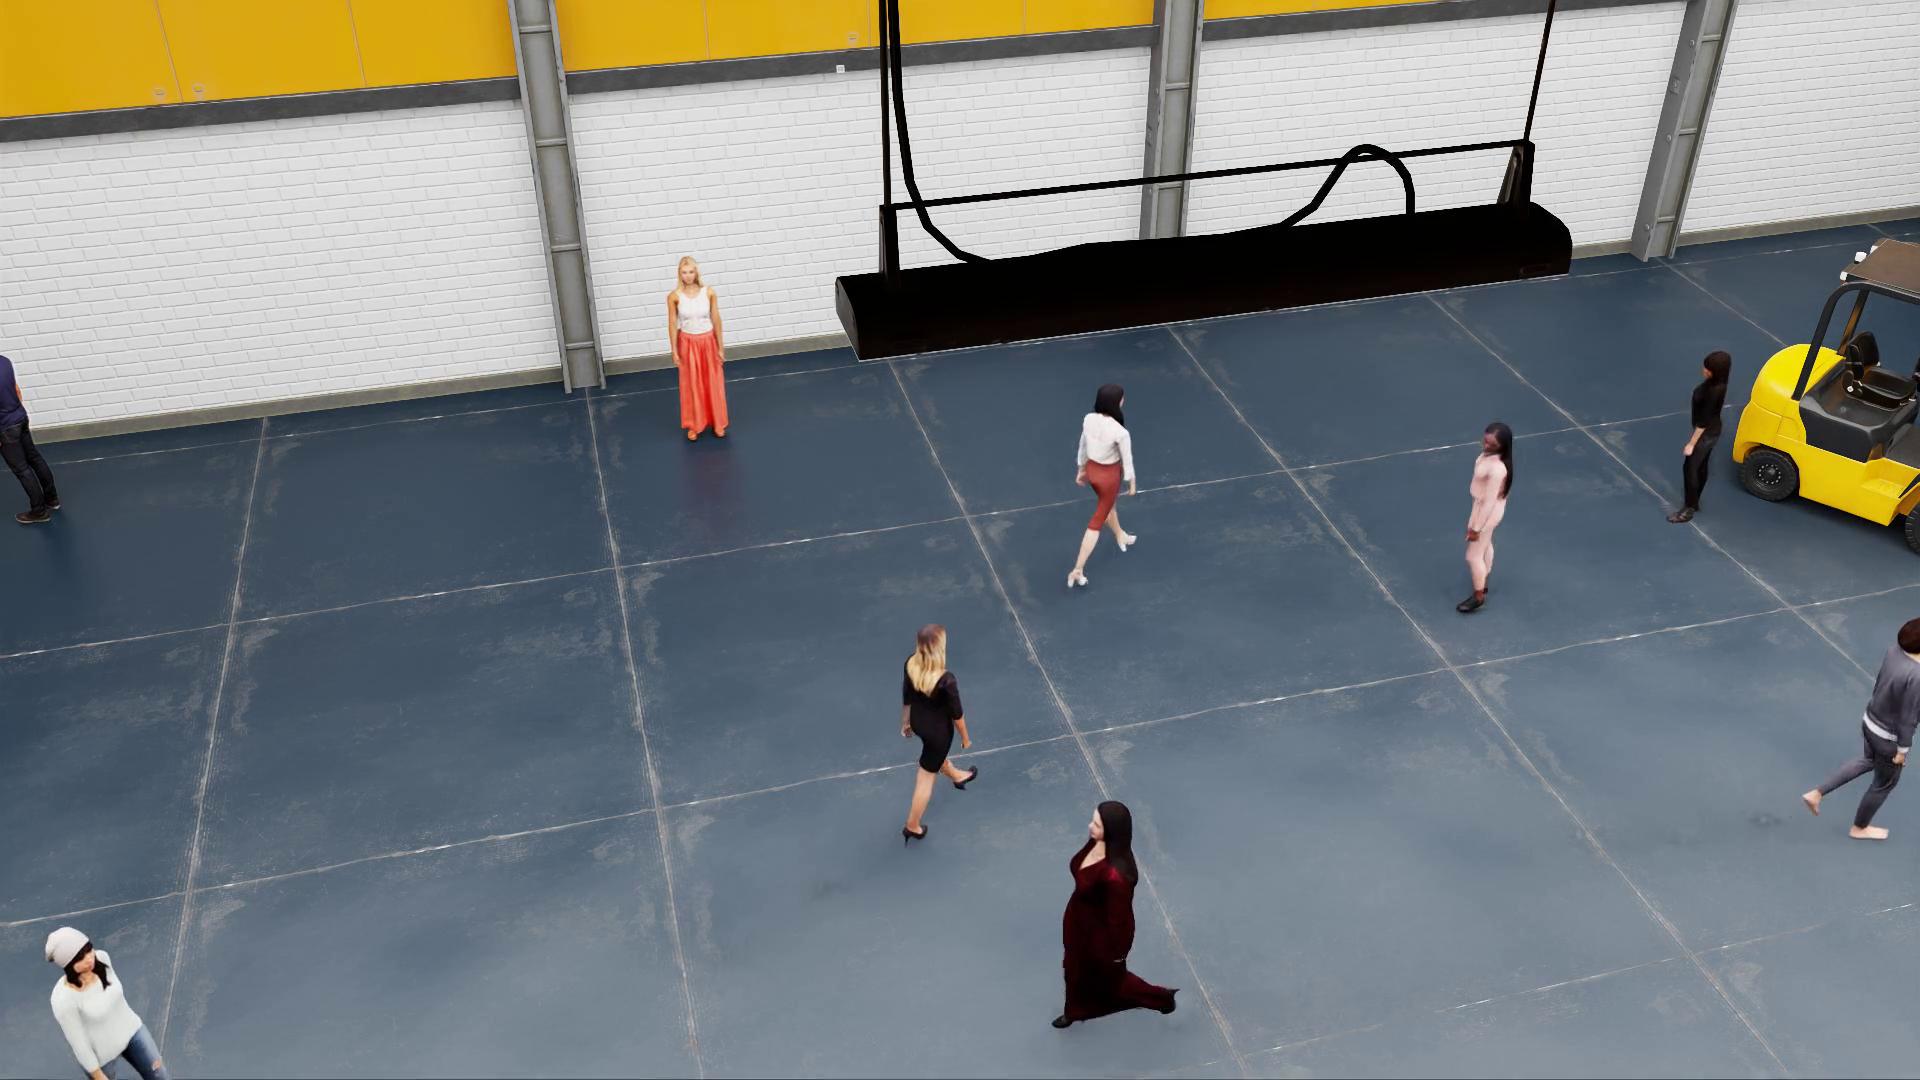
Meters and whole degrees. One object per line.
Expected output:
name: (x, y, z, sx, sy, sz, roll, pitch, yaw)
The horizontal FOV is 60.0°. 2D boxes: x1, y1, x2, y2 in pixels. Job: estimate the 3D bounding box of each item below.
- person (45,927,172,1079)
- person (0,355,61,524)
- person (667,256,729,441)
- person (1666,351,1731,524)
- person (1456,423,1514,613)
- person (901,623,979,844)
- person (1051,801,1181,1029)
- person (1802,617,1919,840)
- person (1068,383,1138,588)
person: (-4.513, 2.628, 8.689, 1.175, 1.593, 0.965, 9, 35, 13)
person: (-7.966, -0.975, 13.932, 0.630, 1.789, 0.708, 1, 34, 2)
person: (-2.363, -1.747, 15.085, 0.532, 1.800, 0.690, -9, 35, -13)
person: (6.297, -0.911, 13.988, 0.798, 1.621, 0.754, 26, 41, 33)
person: (4.105, -0.225, 12.885, 0.784, 1.699, 0.851, 14, 36, 20)
person: (-0.241, 1.289, 10.662, 0.918, 1.640, 1.095, 27, 42, 35)
person: (0.884, 2.135, 9.299, 0.973, 1.740, 0.699, -6, 34, -8)
person: (5.873, 1.214, 10.670, 0.873, 1.756, 0.729, -1, 34, -2)
person: (1.083, -0.387, 13.137, 1.202, 1.692, 0.990, -29, 43, -36)
